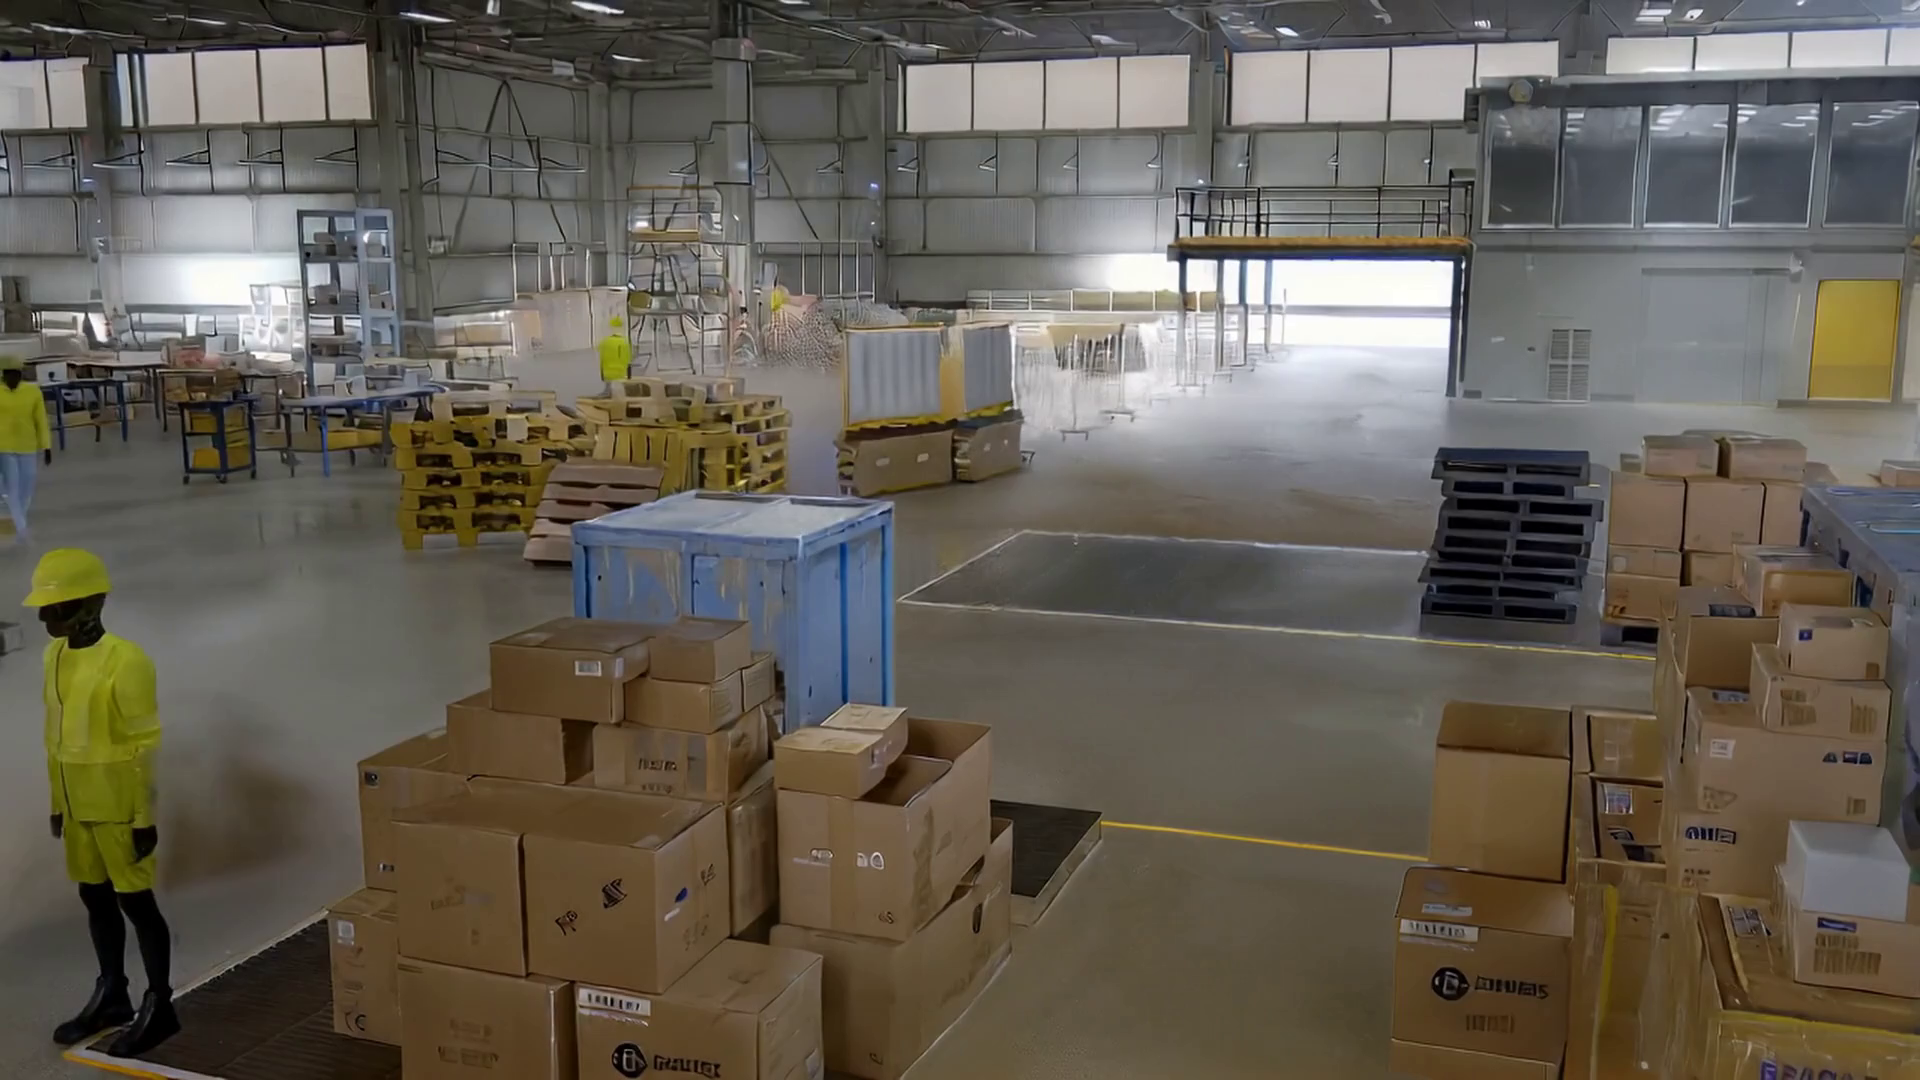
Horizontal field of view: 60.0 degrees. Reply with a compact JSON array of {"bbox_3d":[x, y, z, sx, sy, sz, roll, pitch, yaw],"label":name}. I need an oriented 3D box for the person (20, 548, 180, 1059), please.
[{"bbox_3d":[-3.222,0.981,6.205,0.550,1.935,0.375,5,11,26],"label":"person"}]

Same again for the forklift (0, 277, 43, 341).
[{"bbox_3d":[-27.151,-6.329,46.328,1.157,1.987,2.680,3,11,17],"label":"forklift"}]

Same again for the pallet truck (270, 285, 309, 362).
[{"bbox_3d":[-17.147,-5.700,43.663,0.823,1.965,1.885,3,11,17],"label":"pallet truck"}]

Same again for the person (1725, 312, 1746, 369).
[{"bbox_3d":[18.276,-4.721,39.177,0.497,1.625,0.287,6,12,31],"label":"person"}]

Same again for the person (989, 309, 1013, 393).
[{"bbox_3d":[0.864,-3.892,34.222,0.506,1.726,0.532,2,10,14],"label":"person"}]

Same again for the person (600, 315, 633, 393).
[{"bbox_3d":[-5.476,-2.599,26.417,0.550,1.919,0.666,4,11,20],"label":"person"}]

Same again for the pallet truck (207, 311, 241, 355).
[{"bbox_3d":[-19.537,-5.575,44.913,0.653,1.274,1.630,3,11,19],"label":"pallet truck"}]

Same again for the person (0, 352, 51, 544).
[{"bbox_3d":[-9.746,-0.970,17.152,0.628,1.966,0.869,-9,14,-42],"label":"person"}]

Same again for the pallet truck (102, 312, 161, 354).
[{"bbox_3d":[-23.057,-5.777,46.261,0.680,1.201,1.601,3,11,19],"label":"pallet truck"}]

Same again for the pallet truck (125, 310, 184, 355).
[{"bbox_3d":[-22.038,-5.665,45.457,0.704,1.261,1.522,3,11,17],"label":"pallet truck"}]

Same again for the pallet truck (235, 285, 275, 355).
[{"bbox_3d":[-18.327,-5.835,44.421,0.823,1.965,1.885,4,11,23],"label":"pallet truck"}]
